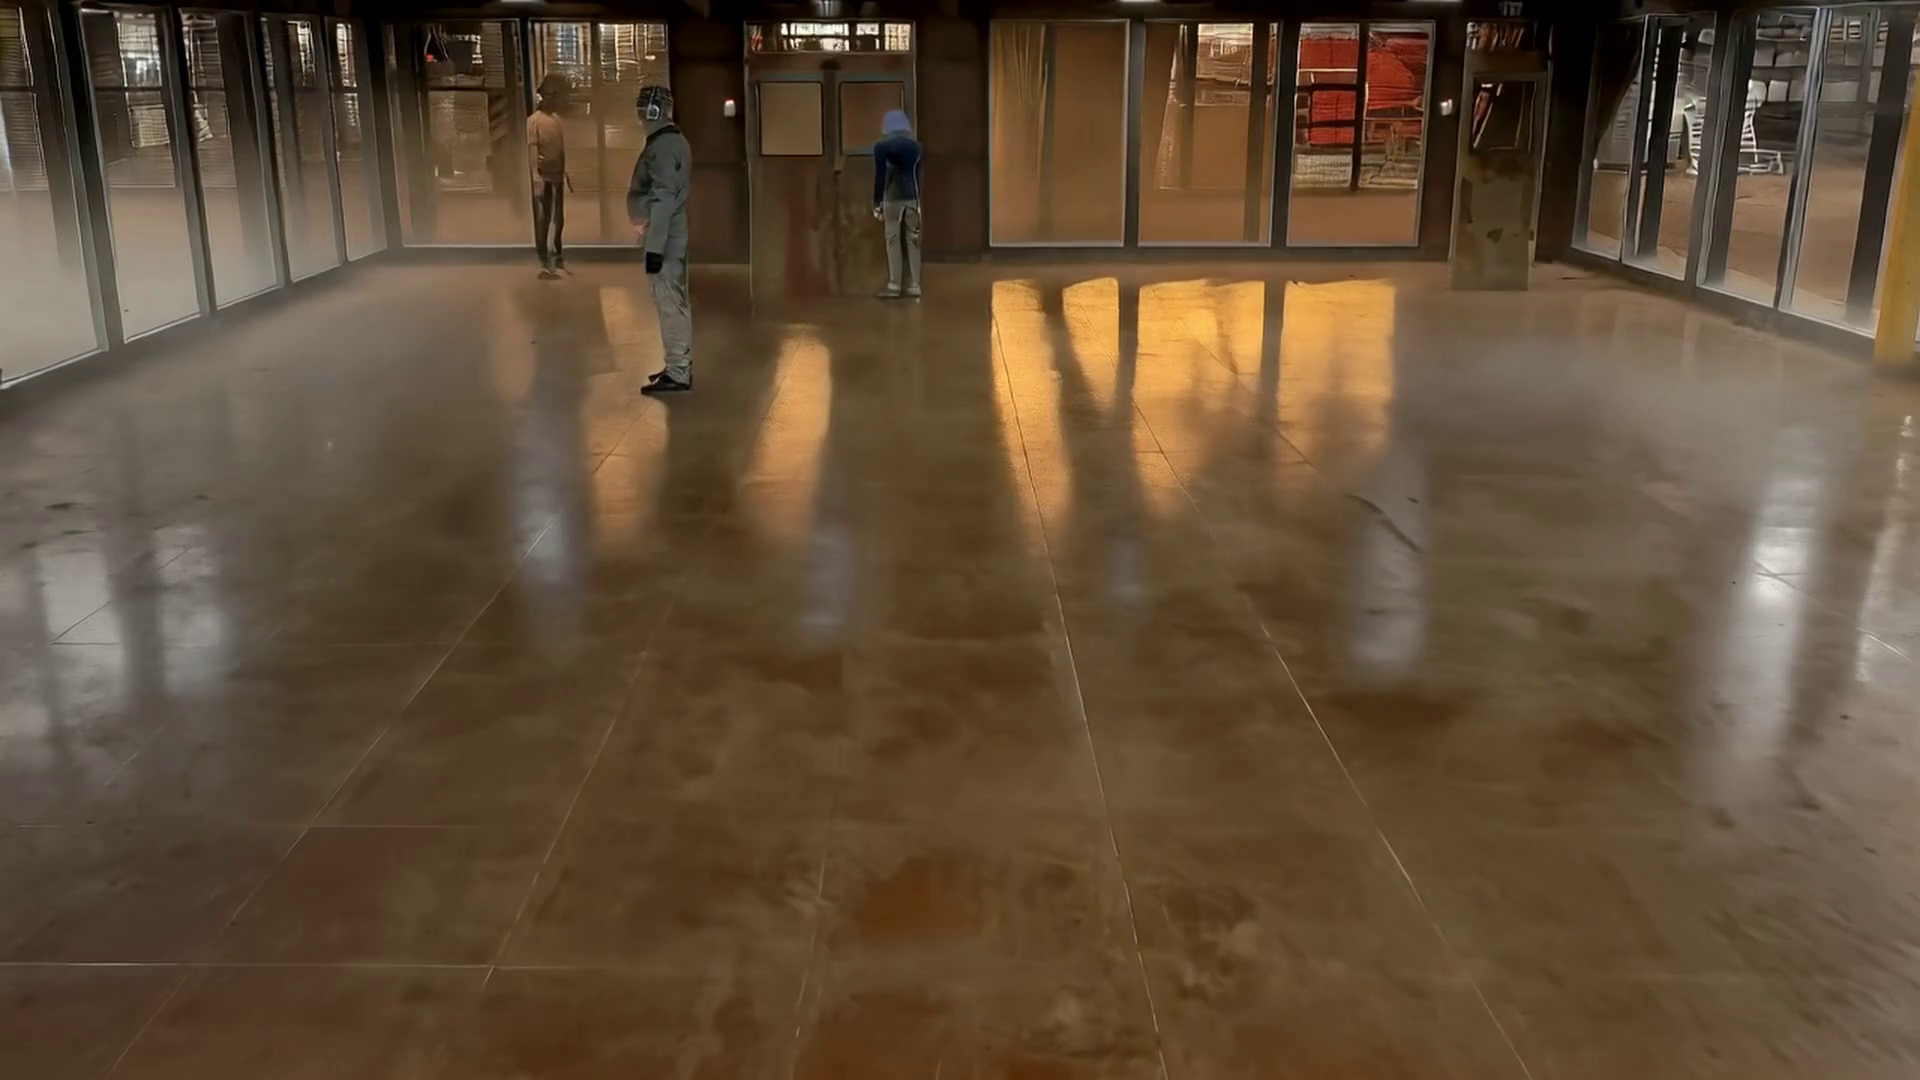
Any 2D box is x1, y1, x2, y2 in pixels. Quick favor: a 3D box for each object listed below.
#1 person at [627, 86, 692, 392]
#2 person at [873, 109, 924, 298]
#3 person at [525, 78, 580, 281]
[{"bbox_3d":[-1.897,-1.899,10.567,0.407,1.908,0.641,0,16,-1],"label":"person"},{"bbox_3d":[-0.540,-2.947,14.607,0.498,1.633,0.286,-11,20,-33],"label":"person"},{"bbox_3d":[-3.859,-3.400,15.740,0.329,1.873,0.516,7,18,22],"label":"person"}]
